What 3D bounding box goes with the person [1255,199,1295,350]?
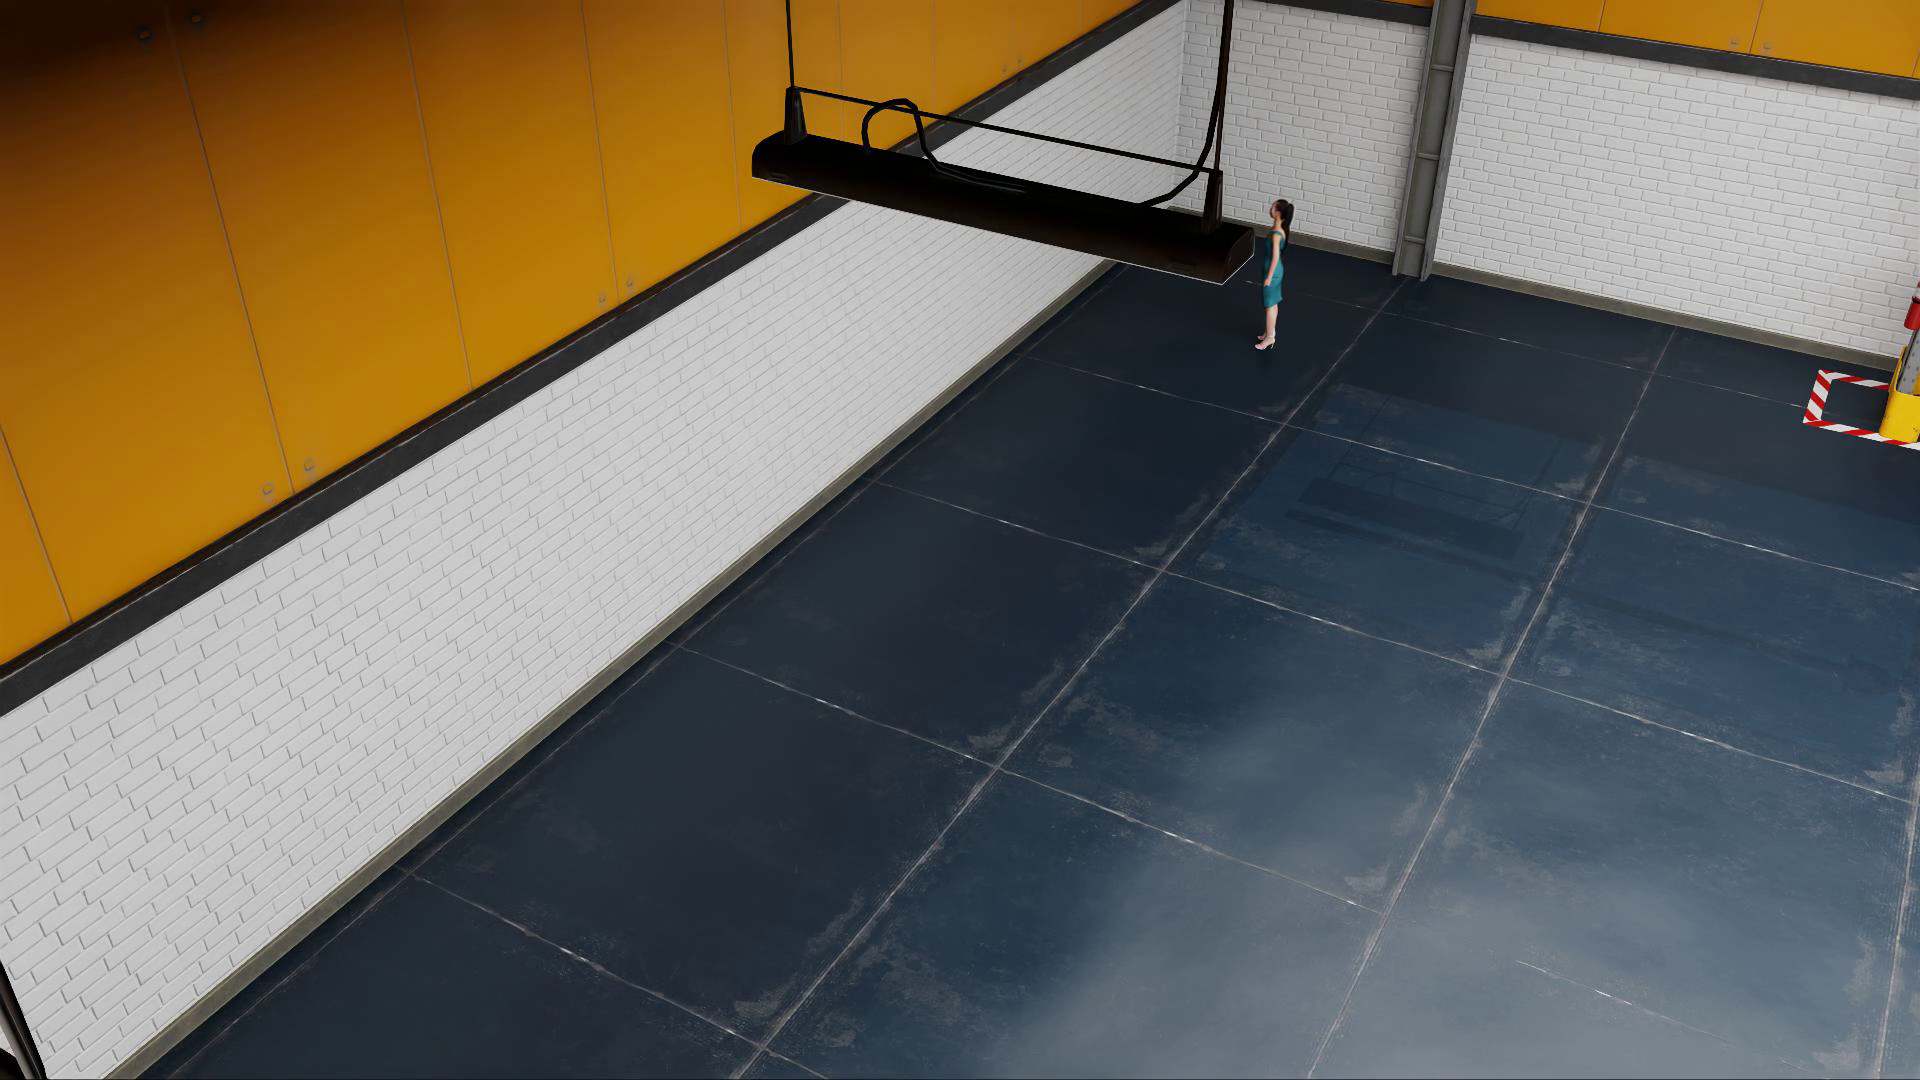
[{"bbox_3d":[3.336,-2.842,17.770,0.556,1.687,0.607,9,35,13],"label":"person"}]
